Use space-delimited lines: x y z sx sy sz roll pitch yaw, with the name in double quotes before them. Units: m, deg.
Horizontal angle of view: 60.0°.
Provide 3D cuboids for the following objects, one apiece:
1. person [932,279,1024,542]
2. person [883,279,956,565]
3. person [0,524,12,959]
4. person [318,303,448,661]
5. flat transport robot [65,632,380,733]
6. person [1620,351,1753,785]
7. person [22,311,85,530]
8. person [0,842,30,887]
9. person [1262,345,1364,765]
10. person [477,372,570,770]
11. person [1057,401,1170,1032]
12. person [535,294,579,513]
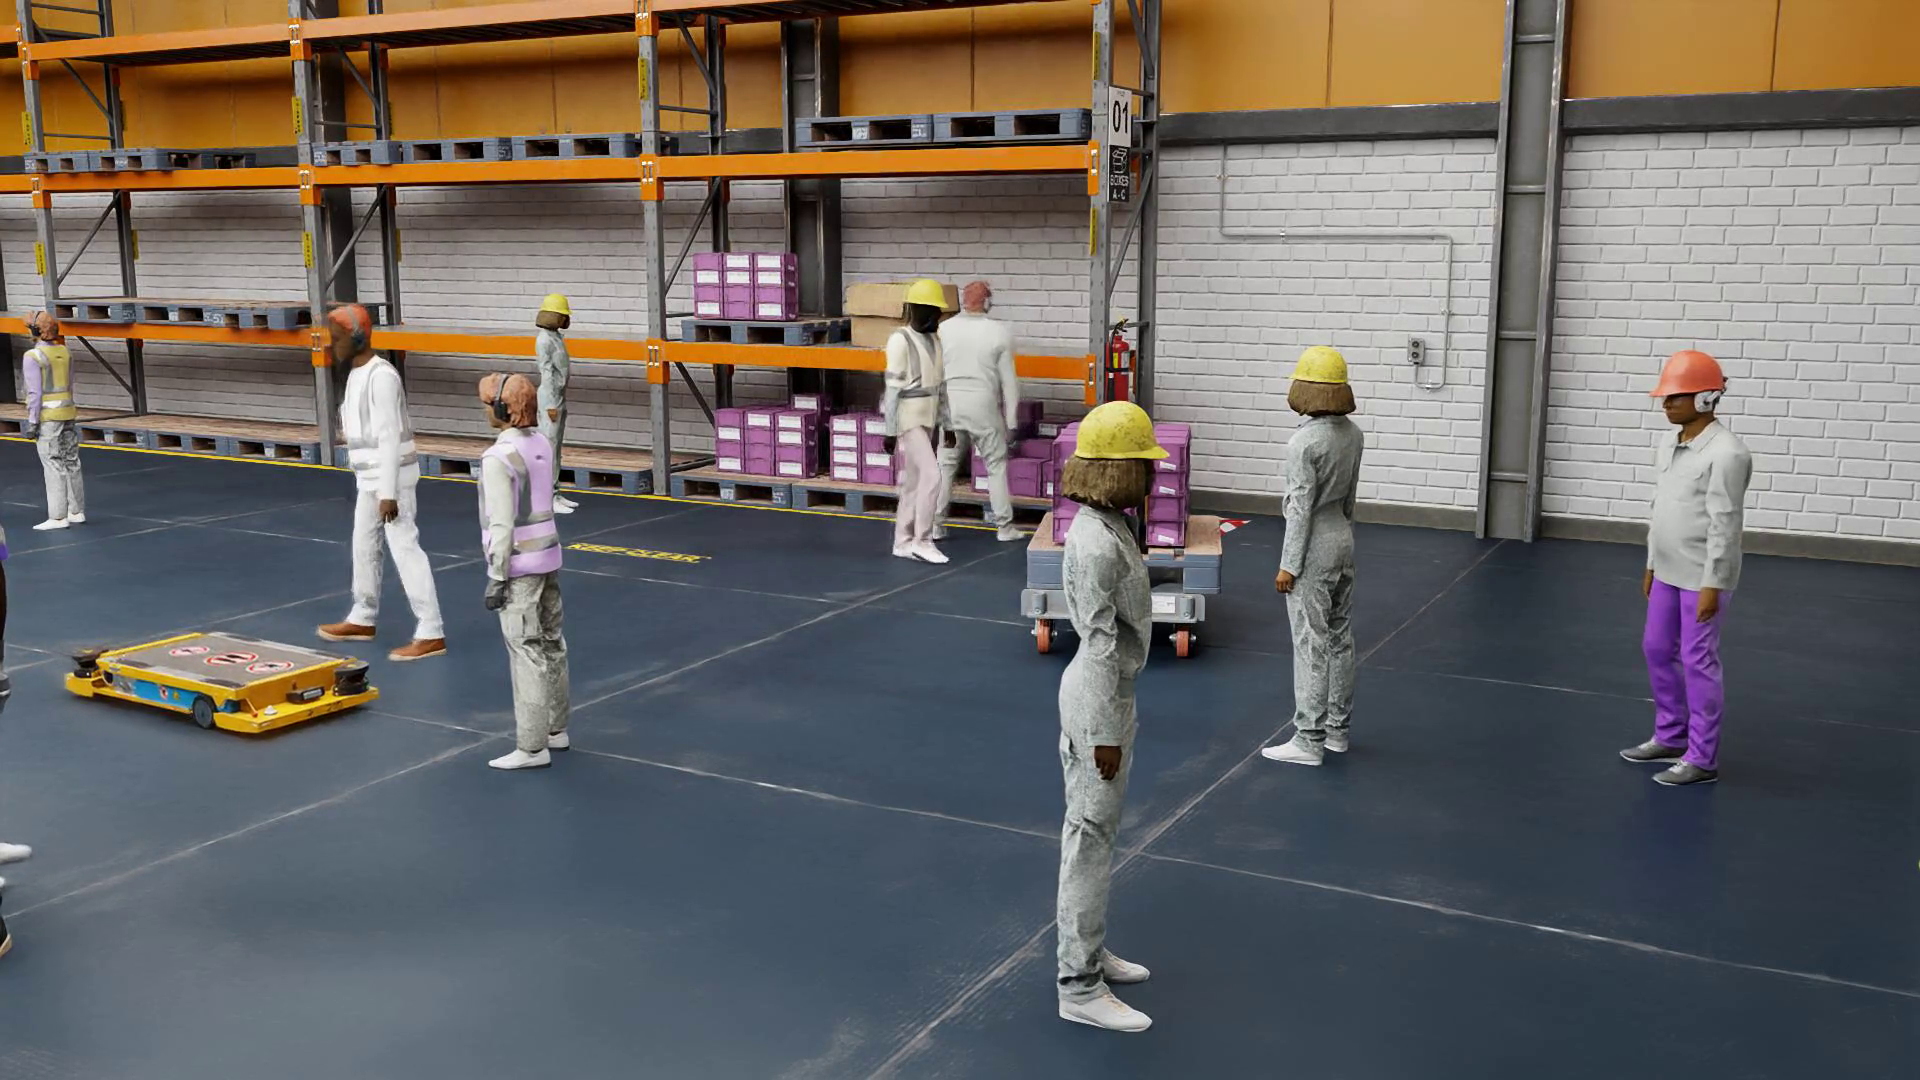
"person" 0.096 -0.923 11.971 0.670 1.899 0.408 3 11 18
"person" -0.208 -0.782 11.115 0.627 1.904 0.605 5 11 25
"person" -3.094 0.333 4.851 0.613 1.963 0.362 0 10 -2
"person" -3.064 -0.312 8.702 0.464 1.868 0.678 -7 13 -34
"flat transport robot" -3.478 0.641 7.814 1.431 0.197 0.652 6 12 30
"person" 2.912 0.112 6.682 0.357 1.742 0.567 -1 10 -6
"person" -6.808 -0.895 12.478 0.308 1.641 0.511 1 10 3
"person" -3.461 0.232 5.576 0.405 1.909 0.606 -2 11 -10
"person" 1.479 0.065 6.933 0.294 1.744 0.486 9 14 41
"person" -1.804 0.130 6.857 0.315 1.641 0.514 2 11 10
"person" 0.423 0.480 4.655 0.297 1.743 0.493 1 10 6
"person" -3.217 -1.087 13.269 0.312 1.737 0.483 -1 10 -3
